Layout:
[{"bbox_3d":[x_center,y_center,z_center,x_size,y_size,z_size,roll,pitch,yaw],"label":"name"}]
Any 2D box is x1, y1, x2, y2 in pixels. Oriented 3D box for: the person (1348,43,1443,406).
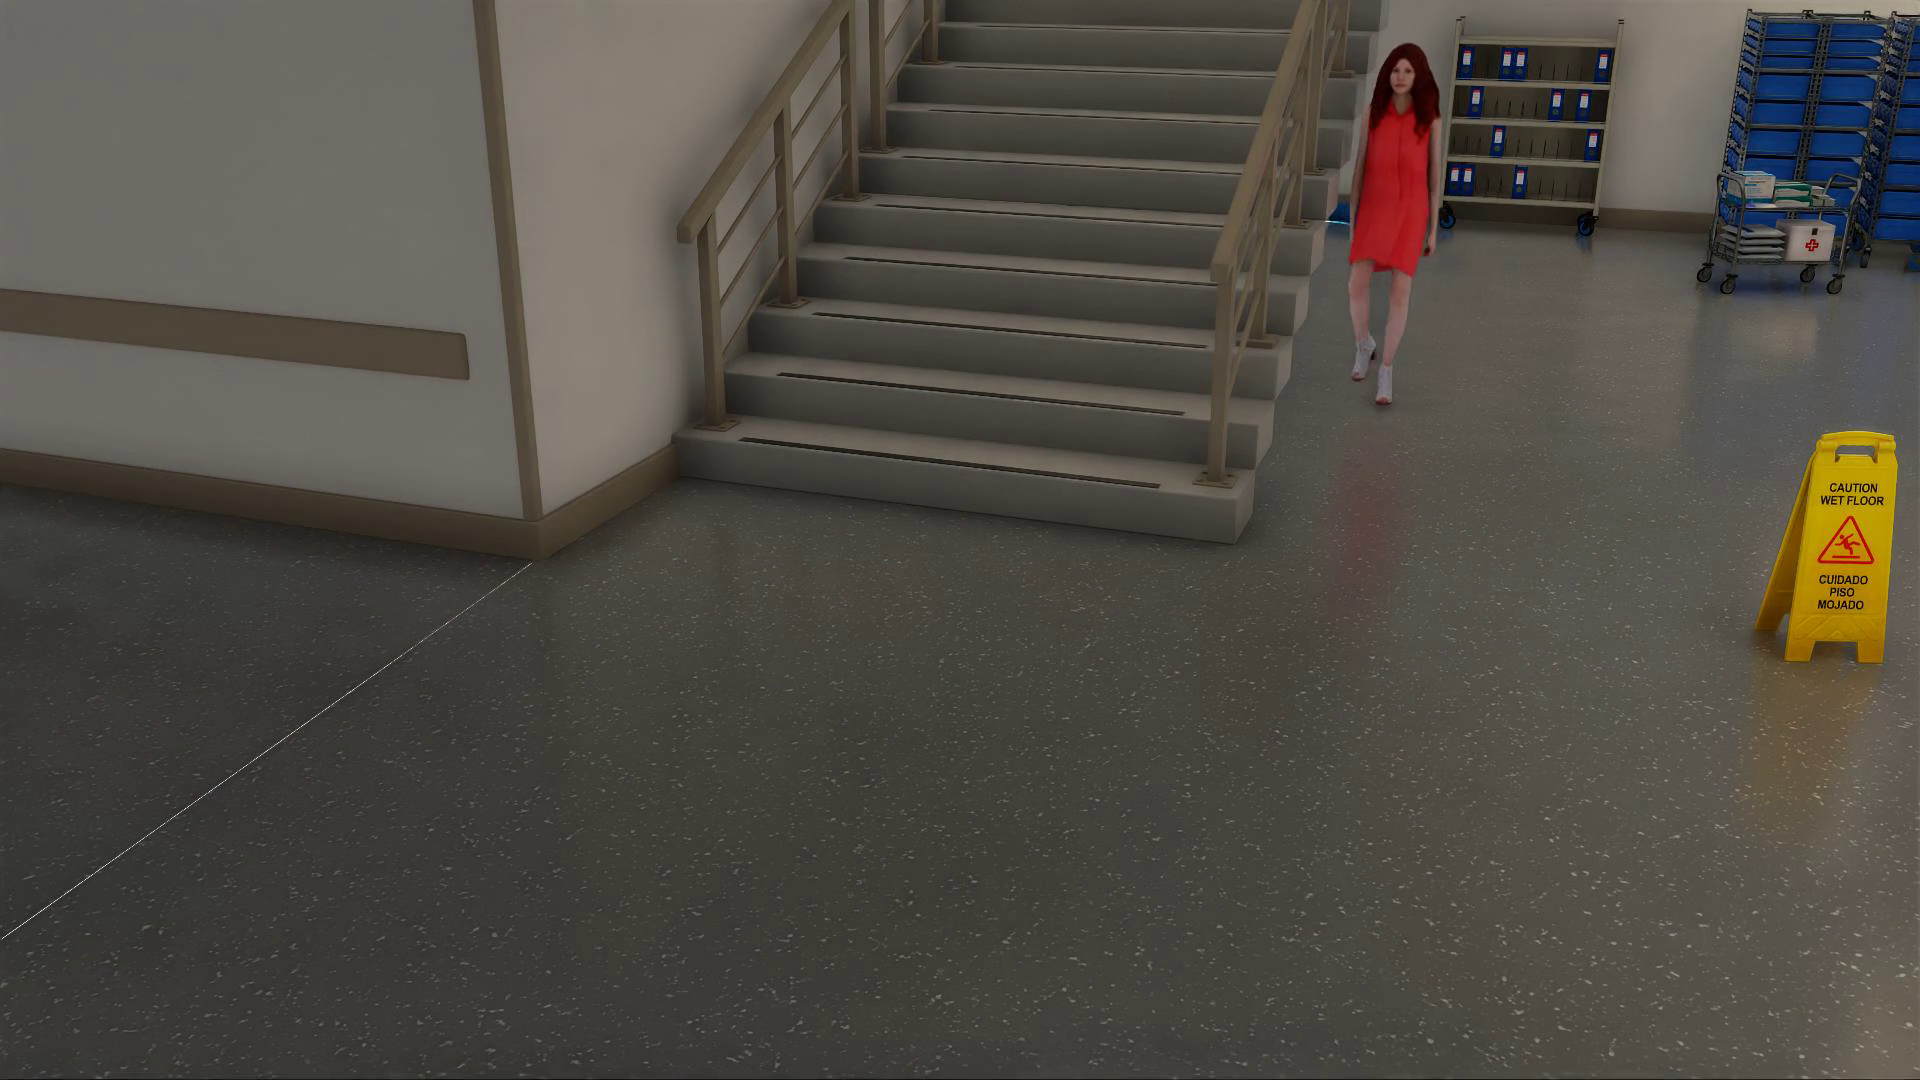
[{"bbox_3d":[2.235,-1.616,8.574,0.616,1.816,0.671,6,22,15],"label":"person"}]
